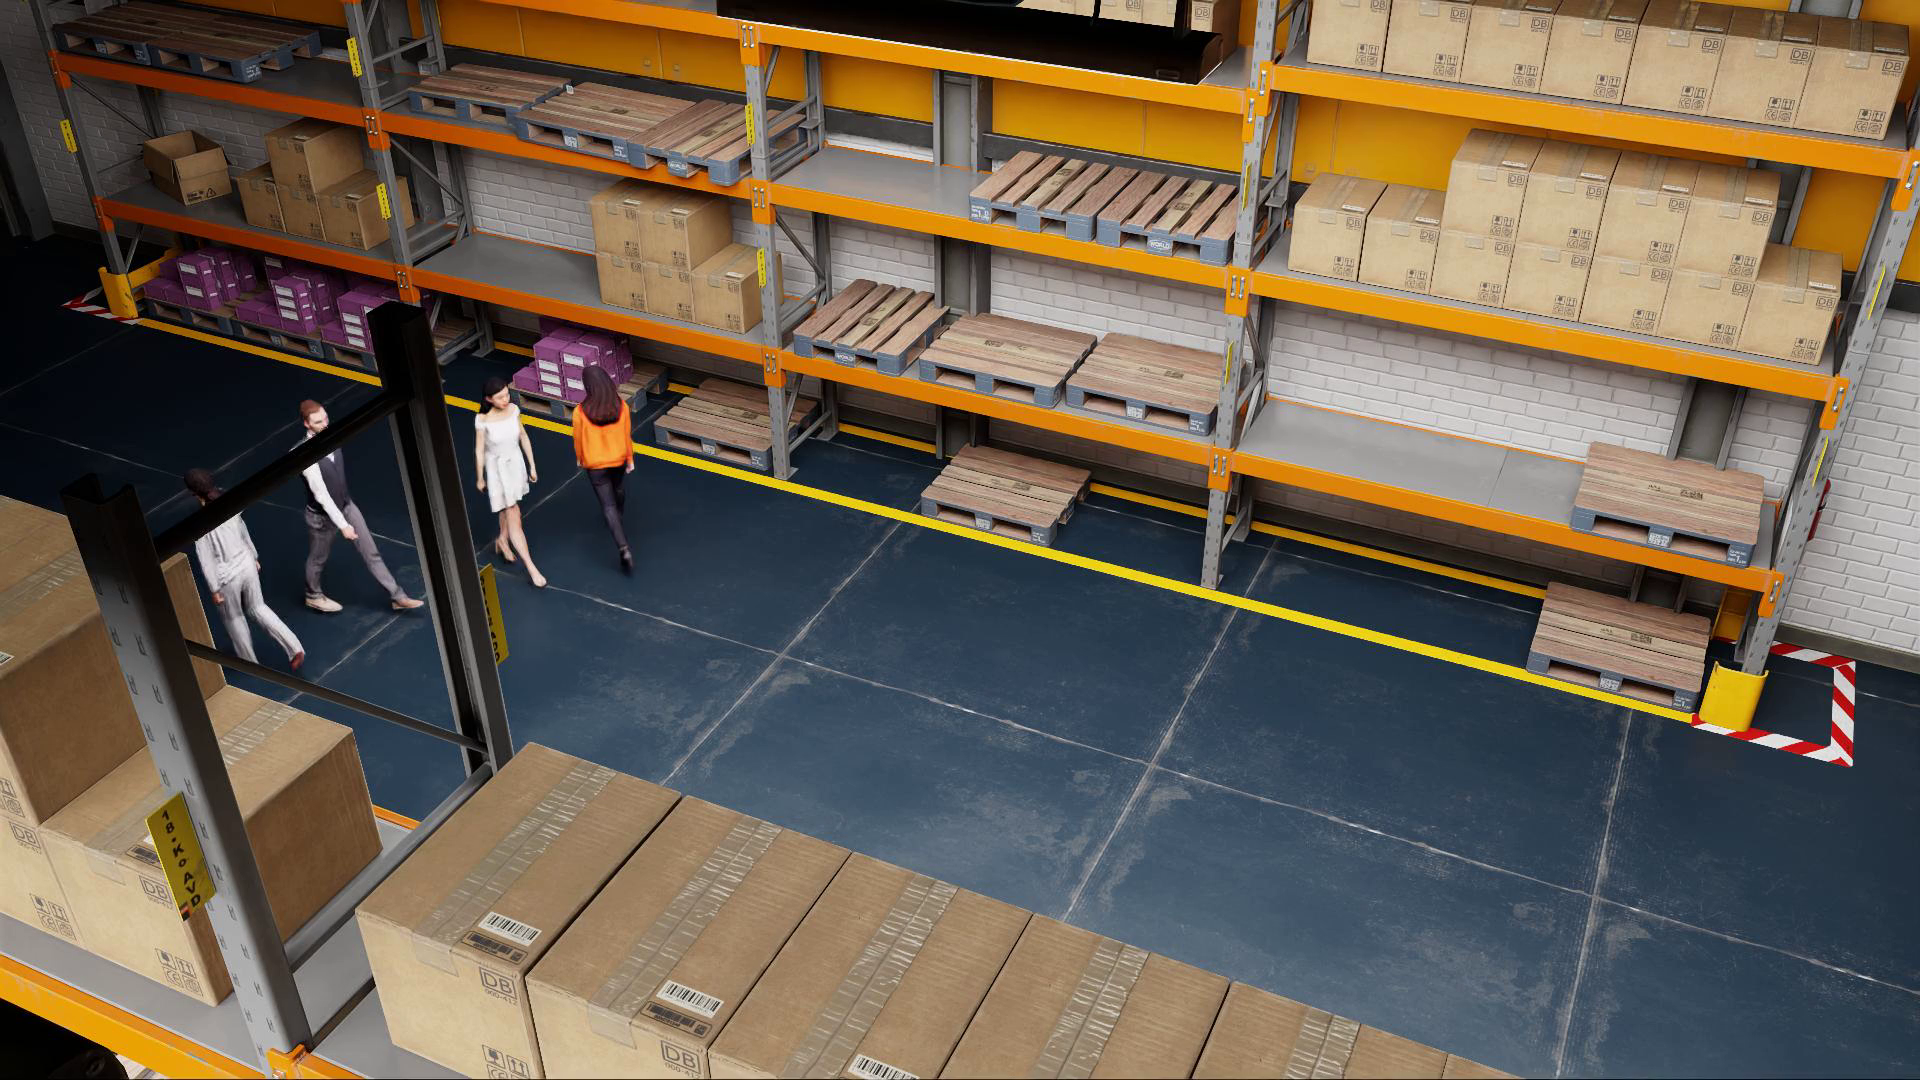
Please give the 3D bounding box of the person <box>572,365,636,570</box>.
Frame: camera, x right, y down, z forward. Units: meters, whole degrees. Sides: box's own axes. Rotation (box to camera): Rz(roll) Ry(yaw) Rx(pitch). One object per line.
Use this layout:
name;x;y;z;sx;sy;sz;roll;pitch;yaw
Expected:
person;-2.818;-0.556;13.381;0.967;1.703;1.182;-20;39;-27

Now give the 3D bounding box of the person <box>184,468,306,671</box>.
person;-5.213;0.266;12.098;0.913;1.755;0.634;14;36;20

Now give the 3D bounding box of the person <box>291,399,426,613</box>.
person;-4.894;-0.205;12.692;1.237;1.883;0.738;9;35;13

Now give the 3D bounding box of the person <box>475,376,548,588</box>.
person;-3.689;-0.539;13.319;1.123;1.744;0.853;28;43;35
